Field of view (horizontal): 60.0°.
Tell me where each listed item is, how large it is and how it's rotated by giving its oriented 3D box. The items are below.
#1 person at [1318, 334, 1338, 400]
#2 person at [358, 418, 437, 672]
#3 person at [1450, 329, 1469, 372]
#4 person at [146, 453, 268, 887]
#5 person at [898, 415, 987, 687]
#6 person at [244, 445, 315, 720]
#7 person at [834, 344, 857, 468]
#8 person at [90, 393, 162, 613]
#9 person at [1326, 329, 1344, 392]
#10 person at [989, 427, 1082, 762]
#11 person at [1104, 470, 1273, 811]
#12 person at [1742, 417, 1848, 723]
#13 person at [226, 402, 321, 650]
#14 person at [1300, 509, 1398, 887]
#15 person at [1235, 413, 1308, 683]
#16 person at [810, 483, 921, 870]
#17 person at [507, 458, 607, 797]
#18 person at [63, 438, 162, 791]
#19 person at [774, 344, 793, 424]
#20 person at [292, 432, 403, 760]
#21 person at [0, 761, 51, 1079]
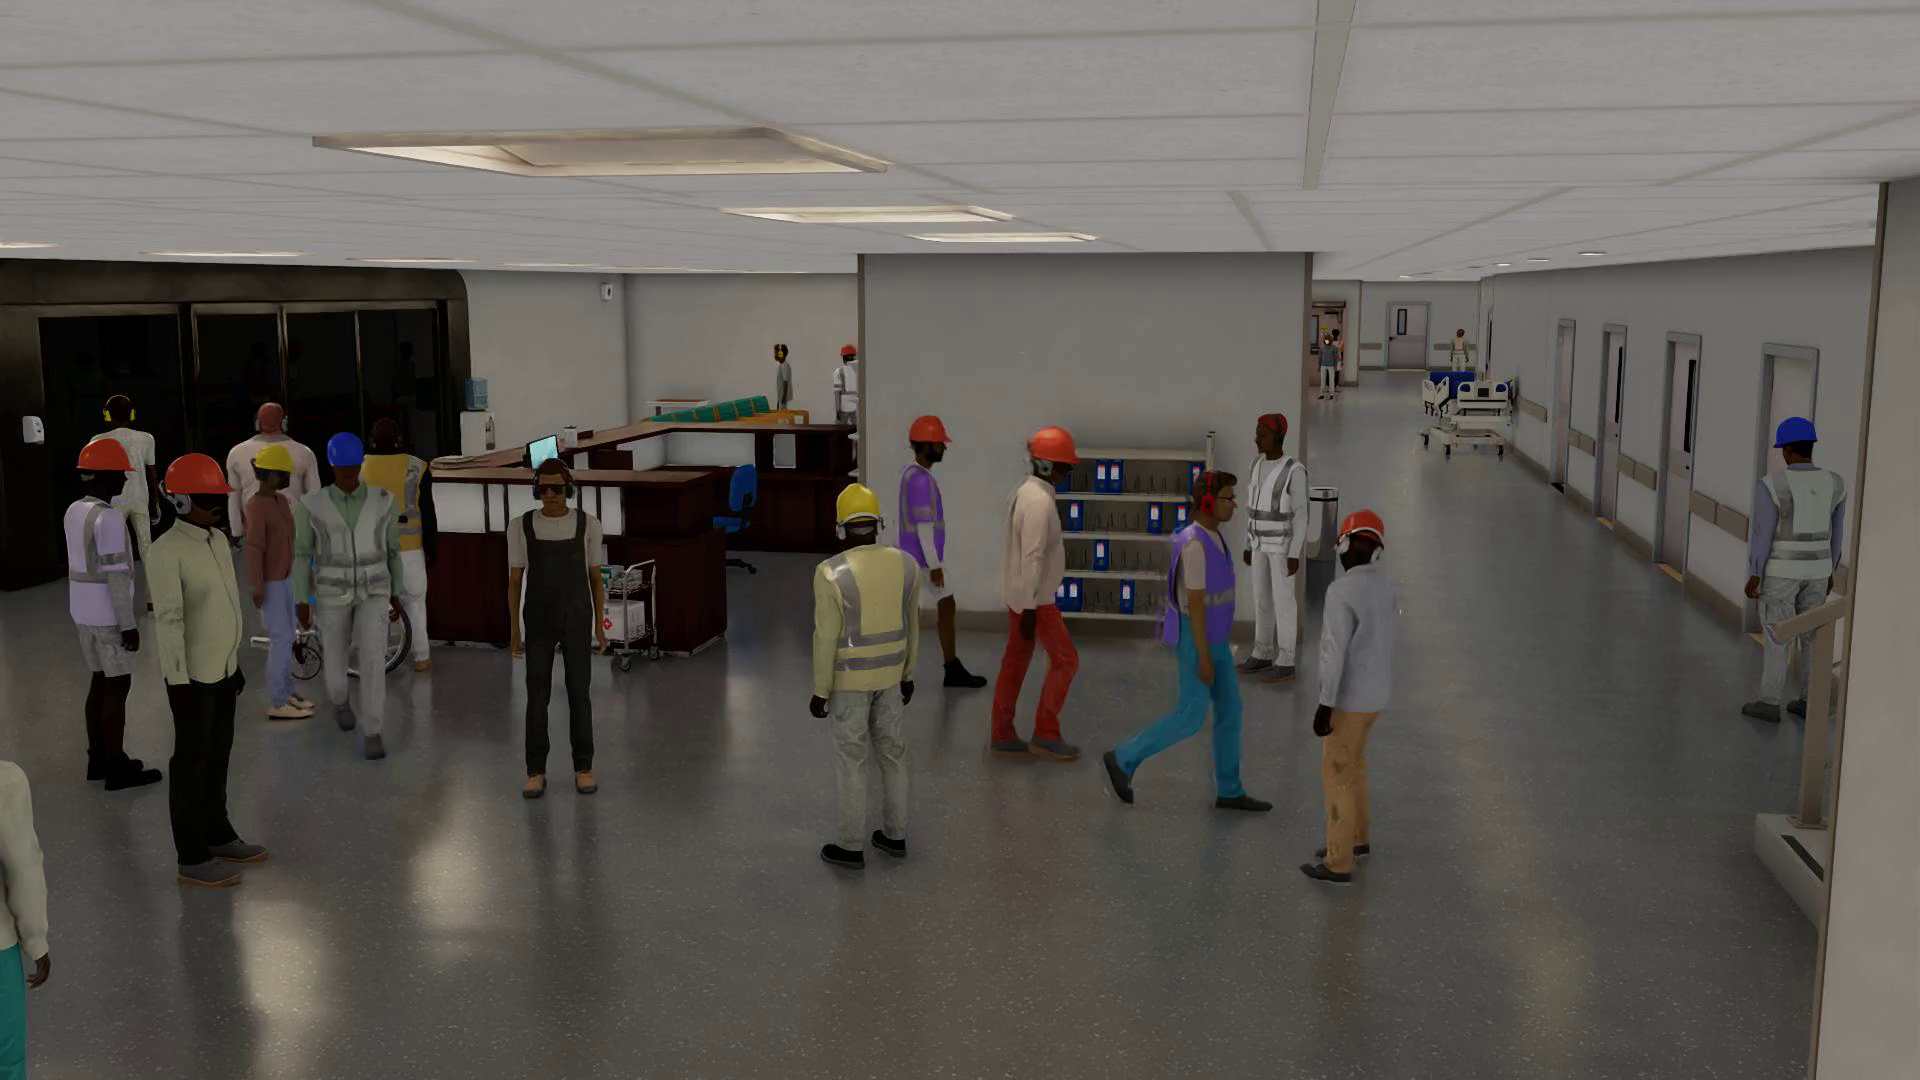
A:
[{"bbox_3d":[9.149,-4.303,41.380,0.508,1.632,0.264,5,10,30],"label":"person"},{"bbox_3d":[-4.063,0.048,11.872,0.643,1.832,0.430,-2,9,-13],"label":"person"},{"bbox_3d":[13.999,-5.095,46.620,0.525,1.639,0.307,5,10,31],"label":"person"},{"bbox_3d":[-3.502,0.590,7.712,0.381,1.994,0.622,0,9,-1],"label":"person"},{"bbox_3d":[-0.320,0.096,11.329,0.930,1.904,0.545,1,9,5],"label":"person"},{"bbox_3d":[-4.374,0.262,10.711,0.397,1.754,0.534,-1,9,-5],"label":"person"},{"bbox_3d":[-1.718,-2.056,25.603,0.551,1.902,0.885,-3,9,-19],"label":"person"},{"bbox_3d":[-6.999,-0.293,13.979,0.513,1.876,0.328,-6,11,-36],"label":"person"},{"bbox_3d":[9.971,-4.774,44.304,0.535,1.694,0.321,0,9,-2],"label":"person"},{"bbox_3d":[0.477,0.322,9.585,0.689,1.956,0.756,-1,9,-5],"label":"person"},{"bbox_3d":[1.205,0.535,8.702,0.795,1.819,0.570,3,9,22],"label":"person"},{"bbox_3d":[5.272,0.194,10.533,0.602,1.939,0.397,-1,9,-8],"label":"person"},{"bbox_3d":[-5.167,-0.102,12.630,0.686,1.888,0.530,-2,9,-14],"label":"person"},{"bbox_3d":[1.829,0.713,7.815,0.354,1.723,0.583,6,10,34],"label":"person"},{"bbox_3d":[2.189,0.052,11.660,0.337,1.879,0.584,-4,10,-26],"label":"person"},{"bbox_3d":[-0.465,0.643,7.915,0.599,1.828,0.404,-7,11,-38],"label":"person"},{"bbox_3d":[-2.176,0.469,9.005,0.508,1.844,0.332,-2,9,-14],"label":"person"},{"bbox_3d":[-4.691,0.403,9.192,0.550,1.927,0.390,8,11,41],"label":"person"},{"bbox_3d":[-2.893,-2.247,26.996,0.359,1.872,0.559,-1,9,-4],"label":"person"},{"bbox_3d":[-3.660,0.294,9.957,0.624,1.916,0.919,-4,9,-25],"label":"person"},{"bbox_3d":[-2.856,1.160,4.695,0.526,1.769,0.312,-3,9,-18],"label":"person"}]
